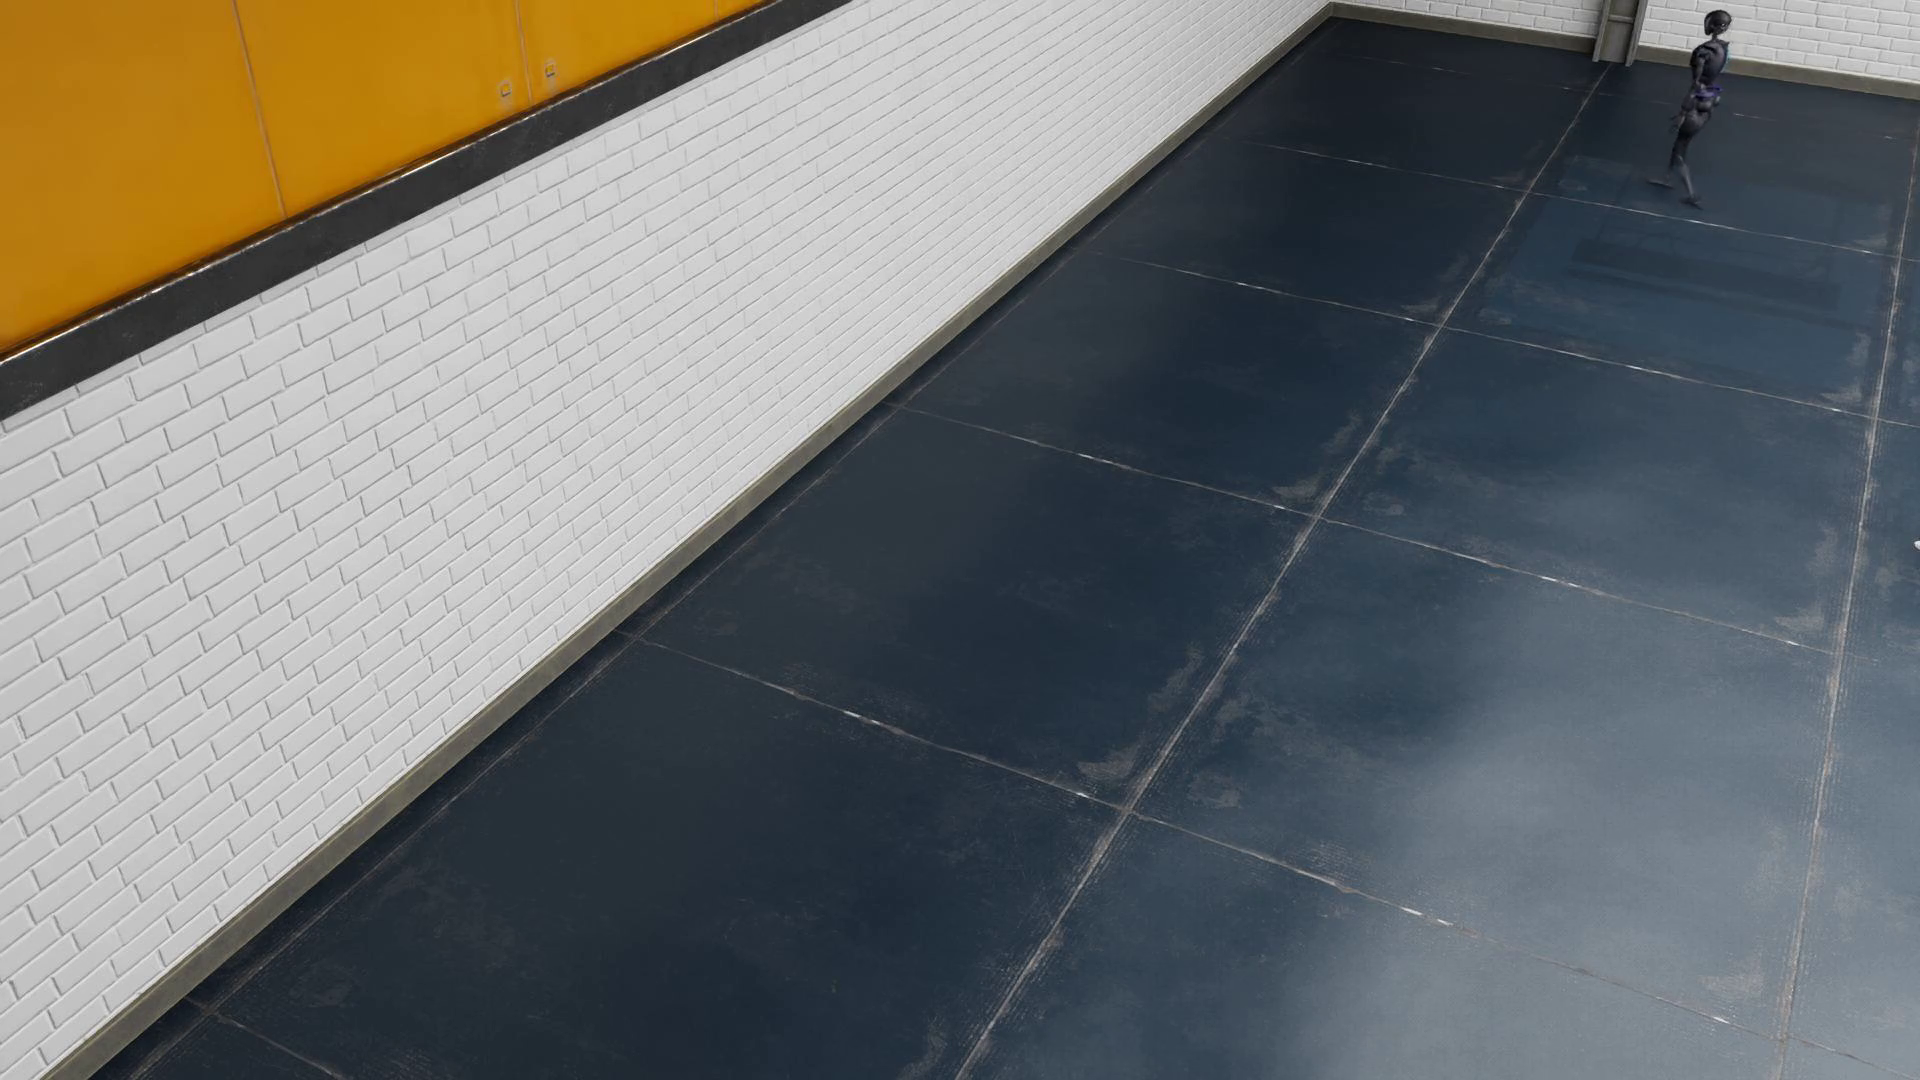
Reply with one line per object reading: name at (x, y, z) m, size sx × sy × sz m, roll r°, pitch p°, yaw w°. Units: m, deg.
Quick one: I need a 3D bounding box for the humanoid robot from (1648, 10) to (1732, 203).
humanoid robot at (6.310, -3.713, 14.280) m, size 0.565 × 1.643 × 0.608 m, roll 24°, pitch 41°, yaw 31°

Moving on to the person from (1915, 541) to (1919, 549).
person at (5.912, -0.558, 9.484) m, size 0.292 × 1.746 × 0.486 m, roll 8°, pitch 35°, yaw 12°
